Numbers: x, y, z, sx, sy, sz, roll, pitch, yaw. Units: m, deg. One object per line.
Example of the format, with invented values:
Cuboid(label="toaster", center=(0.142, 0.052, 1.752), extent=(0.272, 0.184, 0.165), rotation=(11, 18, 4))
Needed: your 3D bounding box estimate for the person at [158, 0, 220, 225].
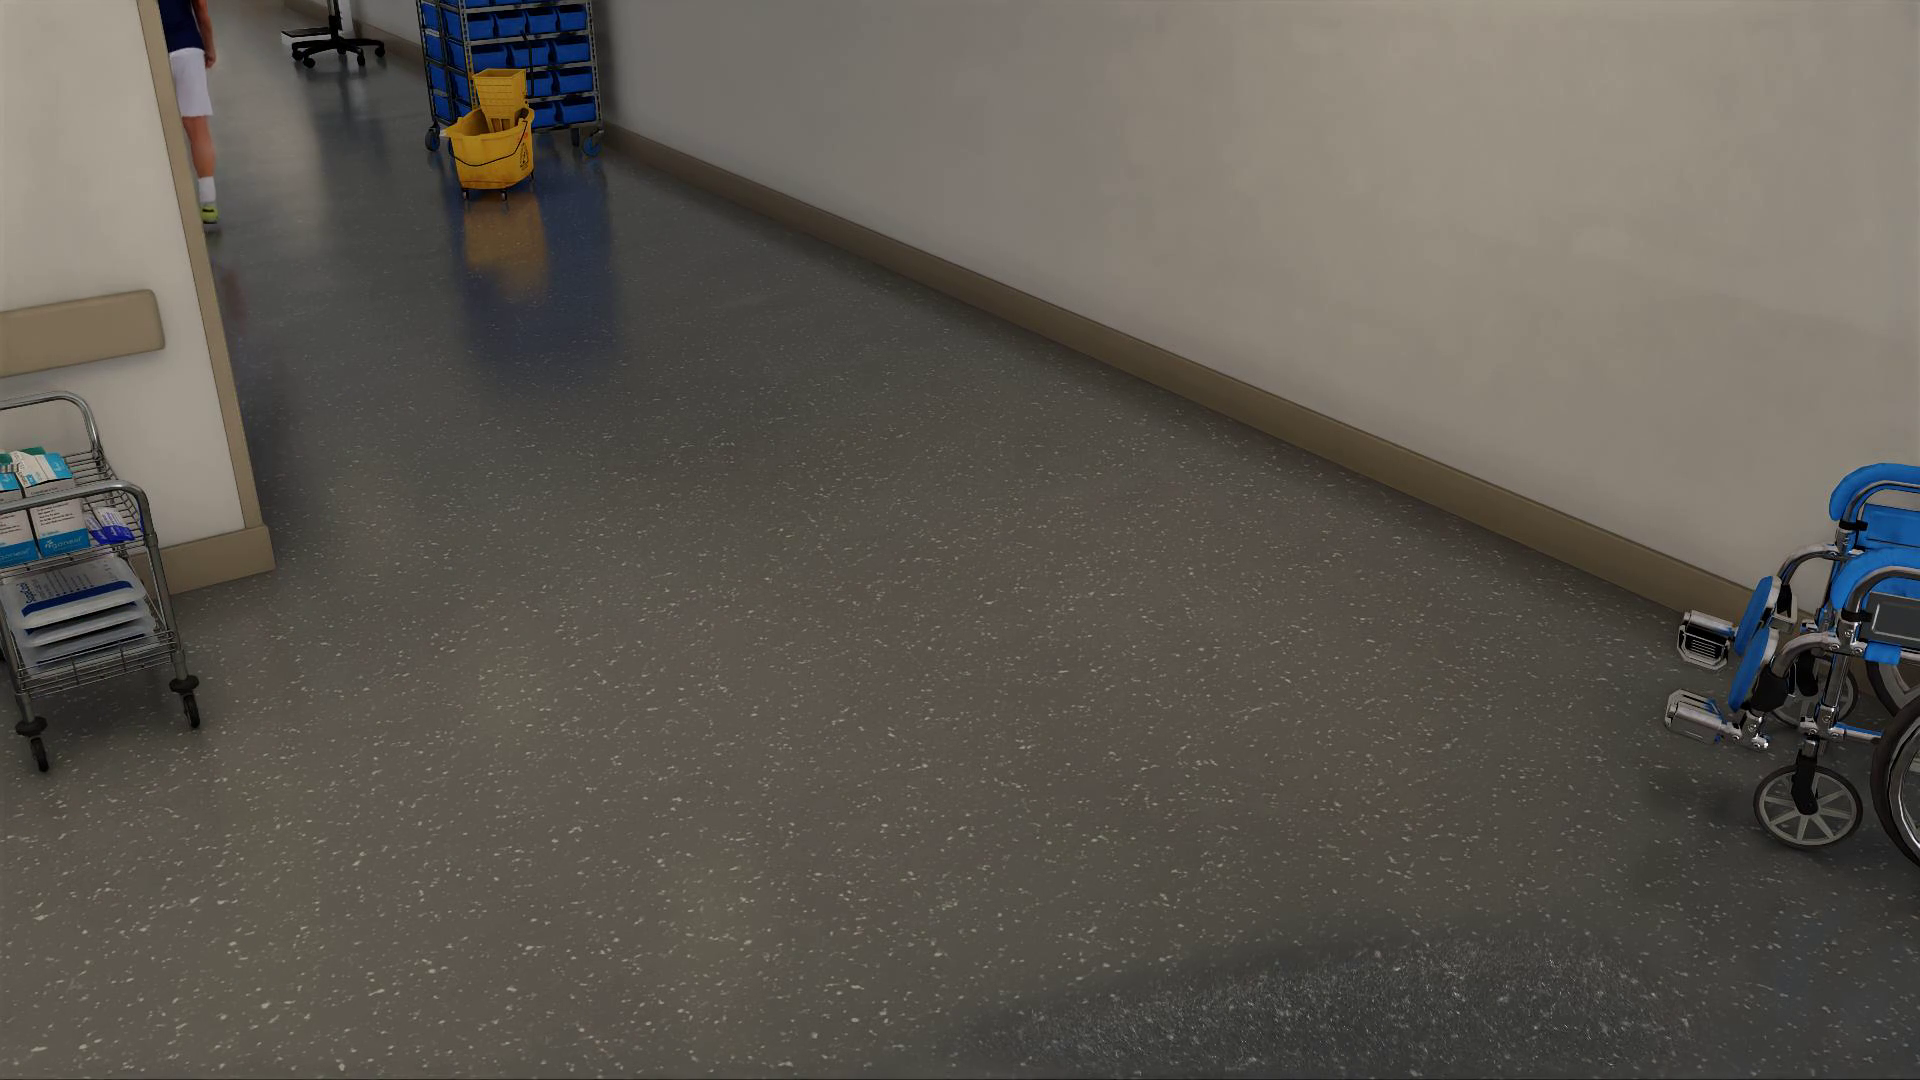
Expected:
Cuboid(label="person", center=(-4.322, -2.620, 9.118), extent=(1.095, 1.782, 0.751), rotation=(-15, 30, -29))
